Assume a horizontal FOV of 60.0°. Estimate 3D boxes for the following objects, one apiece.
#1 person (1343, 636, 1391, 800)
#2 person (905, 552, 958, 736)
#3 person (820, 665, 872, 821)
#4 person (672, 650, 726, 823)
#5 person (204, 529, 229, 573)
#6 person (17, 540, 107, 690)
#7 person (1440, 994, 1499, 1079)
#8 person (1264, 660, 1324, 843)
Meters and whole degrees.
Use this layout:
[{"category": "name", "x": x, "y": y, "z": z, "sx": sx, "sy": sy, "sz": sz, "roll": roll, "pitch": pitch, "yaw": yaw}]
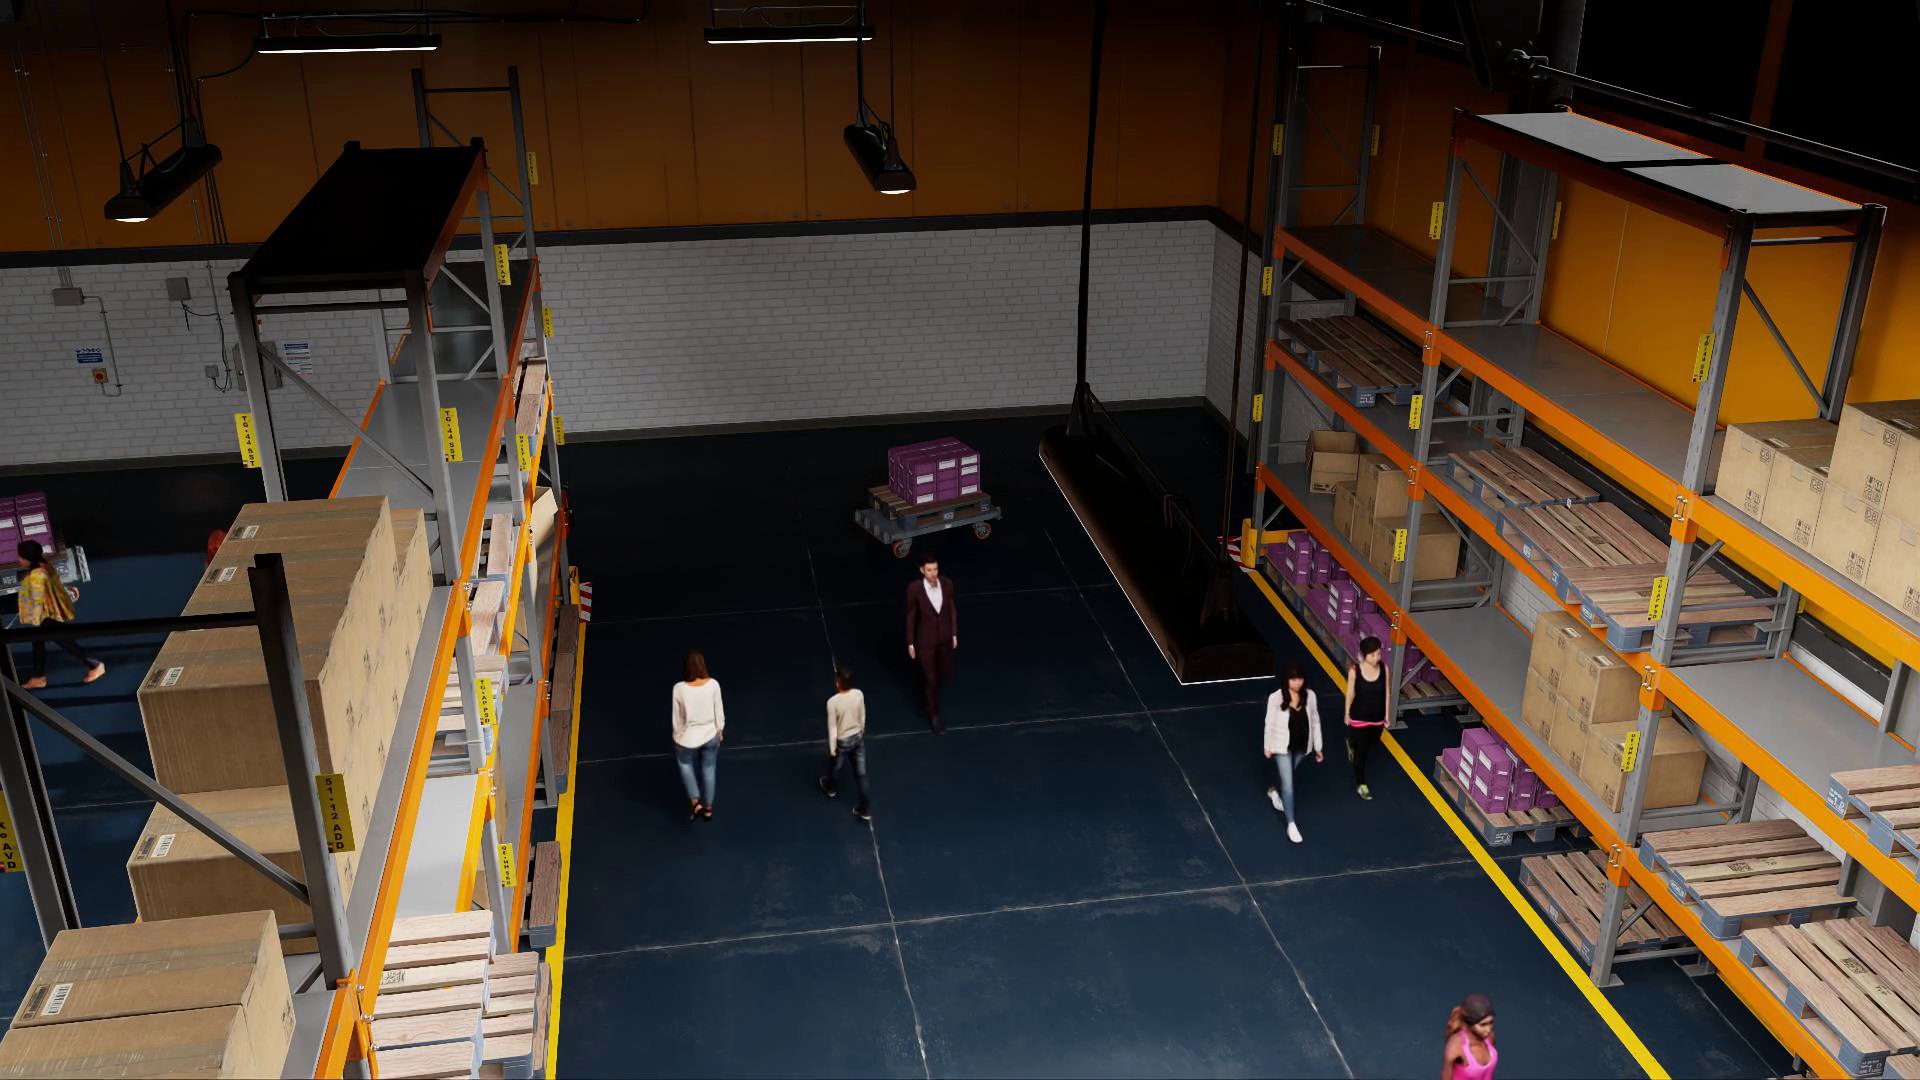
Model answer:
[{"category": "person", "x": 3.705, "y": 1.554, "z": 15.225, "sx": 0.566, "sy": 1.530, "sz": 0.961, "roll": -5, "pitch": 24, "yaw": -11}, {"category": "person", "x": -0.286, "y": 0.945, "z": 16.227, "sx": 0.843, "sy": 1.844, "sz": 1.074, "roll": -10, "pitch": 25, "yaw": -21}, {"category": "person", "x": -0.960, "y": 1.820, "z": 14.741, "sx": 0.811, "sy": 1.431, "sz": 1.073, "roll": -14, "pitch": 27, "yaw": -28}, {"category": "person", "x": -2.286, "y": 1.762, "z": 14.569, "sx": 0.661, "sy": 1.675, "sz": 0.701, "roll": -7, "pitch": 24, "yaw": -15}, {"category": "person", "x": -7.347, "y": 0.711, "z": 16.843, "sx": 0.587, "sy": 1.779, "sz": 0.506, "roll": -3, "pitch": 24, "yaw": -7}, {"category": "person", "x": -9.169, "y": 0.773, "z": 16.902, "sx": 0.971, "sy": 1.618, "sz": 1.062, "roll": -12, "pitch": 27, "yaw": -26}, {"category": "person", "x": 3.109, "y": 3.529, "z": 10.479, "sx": 0.684, "sy": 1.713, "sz": 0.798, "roll": -13, "pitch": 27, "yaw": -27}, {"category": "person", "x": 2.888, "y": 1.766, "z": 14.651, "sx": 0.686, "sy": 1.602, "sz": 1.067, "roll": -6, "pitch": 24, "yaw": -13}]
